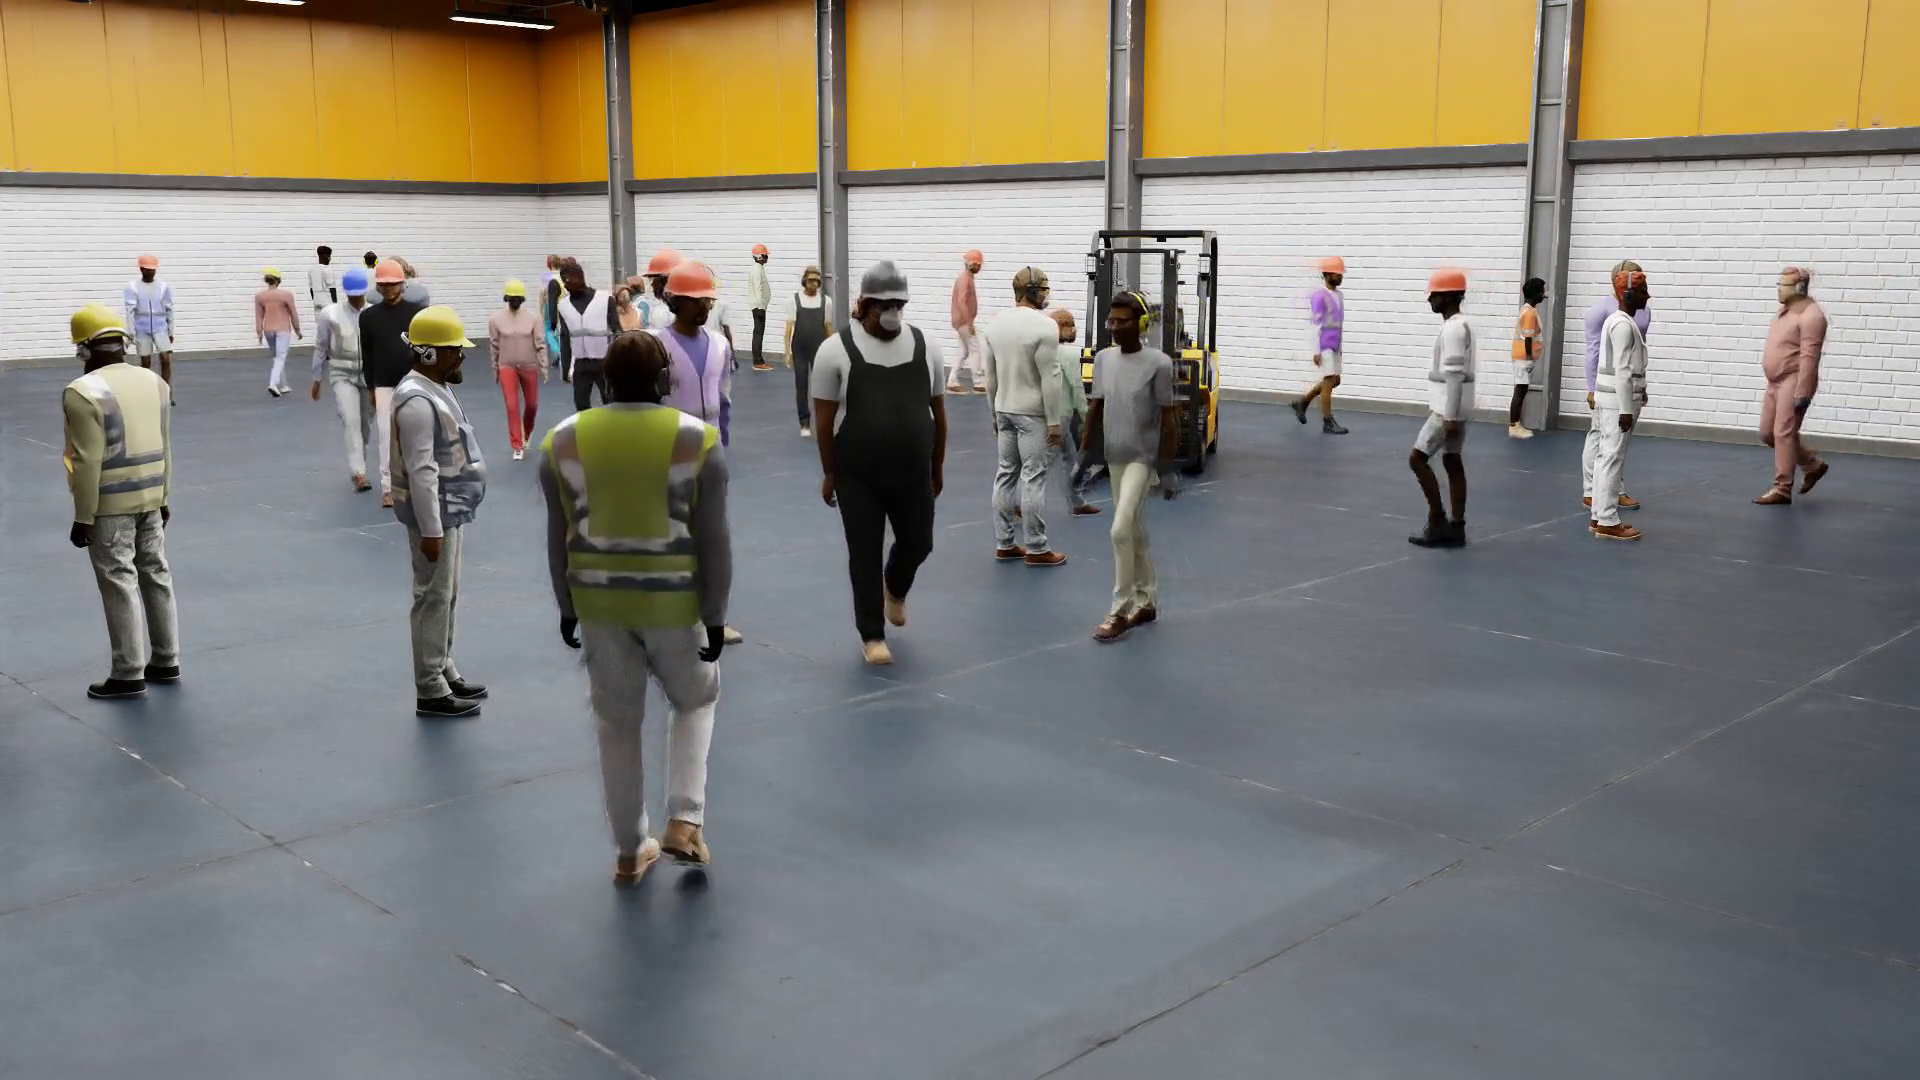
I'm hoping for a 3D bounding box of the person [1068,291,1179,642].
[{"bbox_3d":[0.828,-0.391,8.854,0.797,1.836,0.511,-9,14,-41],"label":"person"}]

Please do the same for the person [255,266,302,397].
[{"bbox_3d":[-9.124,-2.783,22.180,0.524,1.726,0.887,1,10,5],"label":"person"}]

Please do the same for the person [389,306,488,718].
[{"bbox_3d":[-2.314,-0.123,7.410,0.403,1.826,0.591,-2,11,-10],"label":"person"}]

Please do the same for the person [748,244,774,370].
[{"bbox_3d":[-3.167,-3.689,26.379,0.374,1.997,0.613,-2,11,-9],"label":"person"}]

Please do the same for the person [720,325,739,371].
[{"bbox_3d":[-2.534,-1.797,16.393,0.945,1.878,0.608,10,14,42],"label":"person"}]

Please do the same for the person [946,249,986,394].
[{"bbox_3d":[0.141,-2.902,22.231,0.657,1.953,0.661,0,10,0],"label":"person"}]

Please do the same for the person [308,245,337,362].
[{"bbox_3d":[-10.711,-3.985,28.096,0.603,1.959,0.376,6,12,30],"label":"person"}]

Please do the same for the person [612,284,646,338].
[{"bbox_3d":[-3.487,-1.867,17.456,0.542,1.614,0.581,-8,13,-37],"label":"person"}]

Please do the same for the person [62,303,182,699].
[{"bbox_3d":[-3.893,-0.177,7.693,0.404,1.823,0.599,2,11,13],"label":"person"}]

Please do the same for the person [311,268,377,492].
[{"bbox_3d":[-5.142,-1.366,14.101,0.670,1.862,1.044,-6,12,-30],"label":"person"}]

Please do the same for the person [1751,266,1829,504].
[{"bbox_3d":[6.647,-1.216,13.196,0.569,1.890,0.664,0,10,2],"label":"person"}]

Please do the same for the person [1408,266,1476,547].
[{"bbox_3d":[3.273,-0.900,11.370,0.535,1.920,0.581,4,11,22],"label":"person"}]

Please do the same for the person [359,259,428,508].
[{"bbox_3d":[-4.499,-1.278,13.400,0.609,1.951,1.047,-2,11,-9],"label":"person"}]

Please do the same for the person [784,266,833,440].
[{"bbox_3d":[-1.563,-1.924,17.264,0.534,1.804,0.882,-2,11,-11],"label":"person"}]

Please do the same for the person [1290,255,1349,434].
[{"bbox_3d":[3.915,-2.115,18.015,0.681,1.922,0.548,9,13,39],"label":"person"}]

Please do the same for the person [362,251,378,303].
[{"bbox_3d":[-9.653,-3.803,27.364,0.530,1.864,0.314,-3,11,-16],"label":"person"}]

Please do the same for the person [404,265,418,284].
[{"bbox_3d":[-9.448,-3.882,28.470,0.692,1.611,0.504,-4,11,-19],"label":"person"}]

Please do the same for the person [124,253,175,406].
[{"bbox_3d":[-10.079,-2.612,20.744,0.558,1.907,0.736,-7,13,-34],"label":"person"}]

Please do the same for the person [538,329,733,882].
[{"bbox_3d":[-1.049,0.226,5.489,0.625,1.829,0.440,0,10,0],"label":"person"}]

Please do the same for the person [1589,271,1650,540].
[{"bbox_3d":[4.666,-0.948,11.747,0.355,1.883,0.574,3,11,14],"label":"person"}]

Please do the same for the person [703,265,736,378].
[{"bbox_3d":[-2.514,-1.774,16.352,0.571,1.849,0.381,-3,11,-18],"label":"person"}]

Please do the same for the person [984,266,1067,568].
[{"bbox_3d":[0.419,-0.790,10.742,0.379,1.937,0.629,-9,14,-40],"label":"person"}]

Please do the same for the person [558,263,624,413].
[{"bbox_3d":[-3.440,-1.694,15.858,0.747,1.876,0.386,2,11,11],"label":"person"}]

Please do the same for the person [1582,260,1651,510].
[{"bbox_3d":[5.098,-1.188,12.899,0.636,1.938,0.358,-6,12,-28],"label":"person"}]

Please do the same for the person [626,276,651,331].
[{"bbox_3d":[-3.951,-2.427,20.480,0.311,1.636,0.523,-5,12,-26],"label":"person"}]

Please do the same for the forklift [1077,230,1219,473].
[{"bbox_3d":[1.804,-1.825,15.677,1.214,2.155,2.313,2,11,13],"label":"forklift"}]

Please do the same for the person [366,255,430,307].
[{"bbox_3d":[-5.882,-2.025,17.500,0.659,1.923,0.473,-3,11,-18],"label":"person"}]

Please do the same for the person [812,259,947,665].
[{"bbox_3d":[-0.404,-0.419,8.430,0.690,2.000,0.714,-3,11,-17],"label":"person"}]

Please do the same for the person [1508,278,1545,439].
[{"bbox_3d":[5.977,-1.913,17.548,0.320,1.690,0.537,3,11,16],"label":"person"}]

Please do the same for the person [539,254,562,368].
[{"bbox_3d":[-6.489,-3.663,26.679,0.598,1.828,0.447,-8,13,-36],"label":"person"}]

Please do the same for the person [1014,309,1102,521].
[{"bbox_3d":[0.691,-0.927,12.422,0.870,1.592,0.495,-5,11,-25],"label":"person"}]

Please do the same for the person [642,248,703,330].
[{"bbox_3d":[-1.982,-0.969,11.425,0.386,2.039,0.616,2,11,12],"label":"person"}]

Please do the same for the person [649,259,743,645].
[{"bbox_3d":[-1.510,-0.465,8.784,0.802,2.017,0.614,10,14,42],"label":"person"}]

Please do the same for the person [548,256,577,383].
[{"bbox_3d":[-5.621,-3.204,24.206,0.636,1.820,0.630,5,12,26],"label":"person"}]

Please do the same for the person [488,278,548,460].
[{"bbox_3d":[-4.267,-1.668,16.079,0.533,1.738,0.725,-3,11,-17],"label":"person"}]
